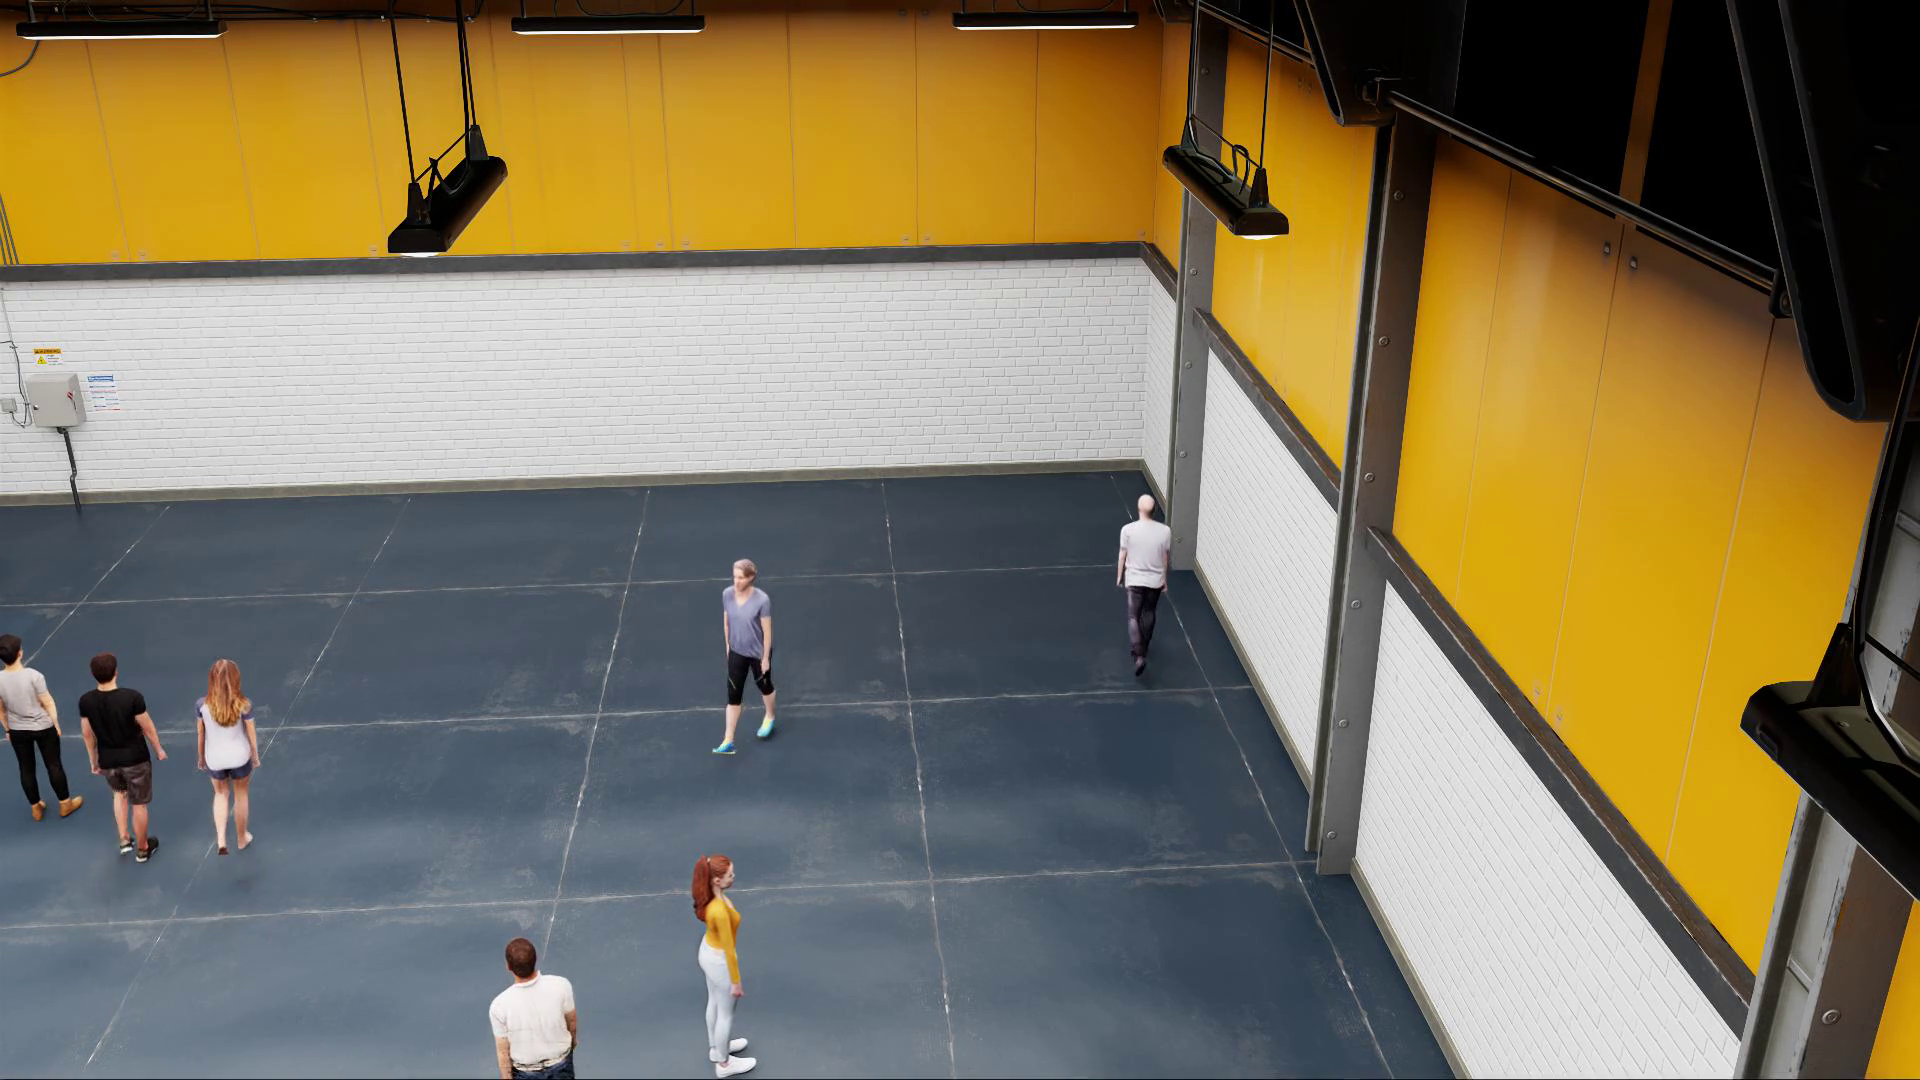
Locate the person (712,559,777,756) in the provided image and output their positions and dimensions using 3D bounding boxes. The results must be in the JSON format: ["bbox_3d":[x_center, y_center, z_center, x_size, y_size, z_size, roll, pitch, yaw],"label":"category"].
[{"bbox_3d":[-1.877,1.021,15.242,1.018,1.842,1.275,9,25,19],"label":"person"}]

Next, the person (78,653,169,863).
[{"bbox_3d":[-6.789,1.805,13.437,0.663,1.851,0.578,-2,24,-5],"label":"person"}]

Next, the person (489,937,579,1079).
[{"bbox_3d":[-2.511,3.293,10.100,0.906,1.797,1.326,-9,25,-19],"label":"person"}]

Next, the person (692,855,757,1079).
[{"bbox_3d":[-1.620,2.852,11.166,0.735,1.753,0.639,-13,27,-27],"label":"person"}]

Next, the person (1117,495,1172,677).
[{"bbox_3d":[1.846,0.467,16.557,0.667,1.804,1.145,-2,24,-4],"label":"person"}]

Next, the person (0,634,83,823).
[{"bbox_3d":[-7.892,1.580,14.111,0.623,1.723,0.542,-4,24,-10],"label":"person"}]

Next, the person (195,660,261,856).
[{"bbox_3d":[-5.970,1.839,13.550,0.691,1.699,0.800,-6,24,-13],"label":"person"}]
